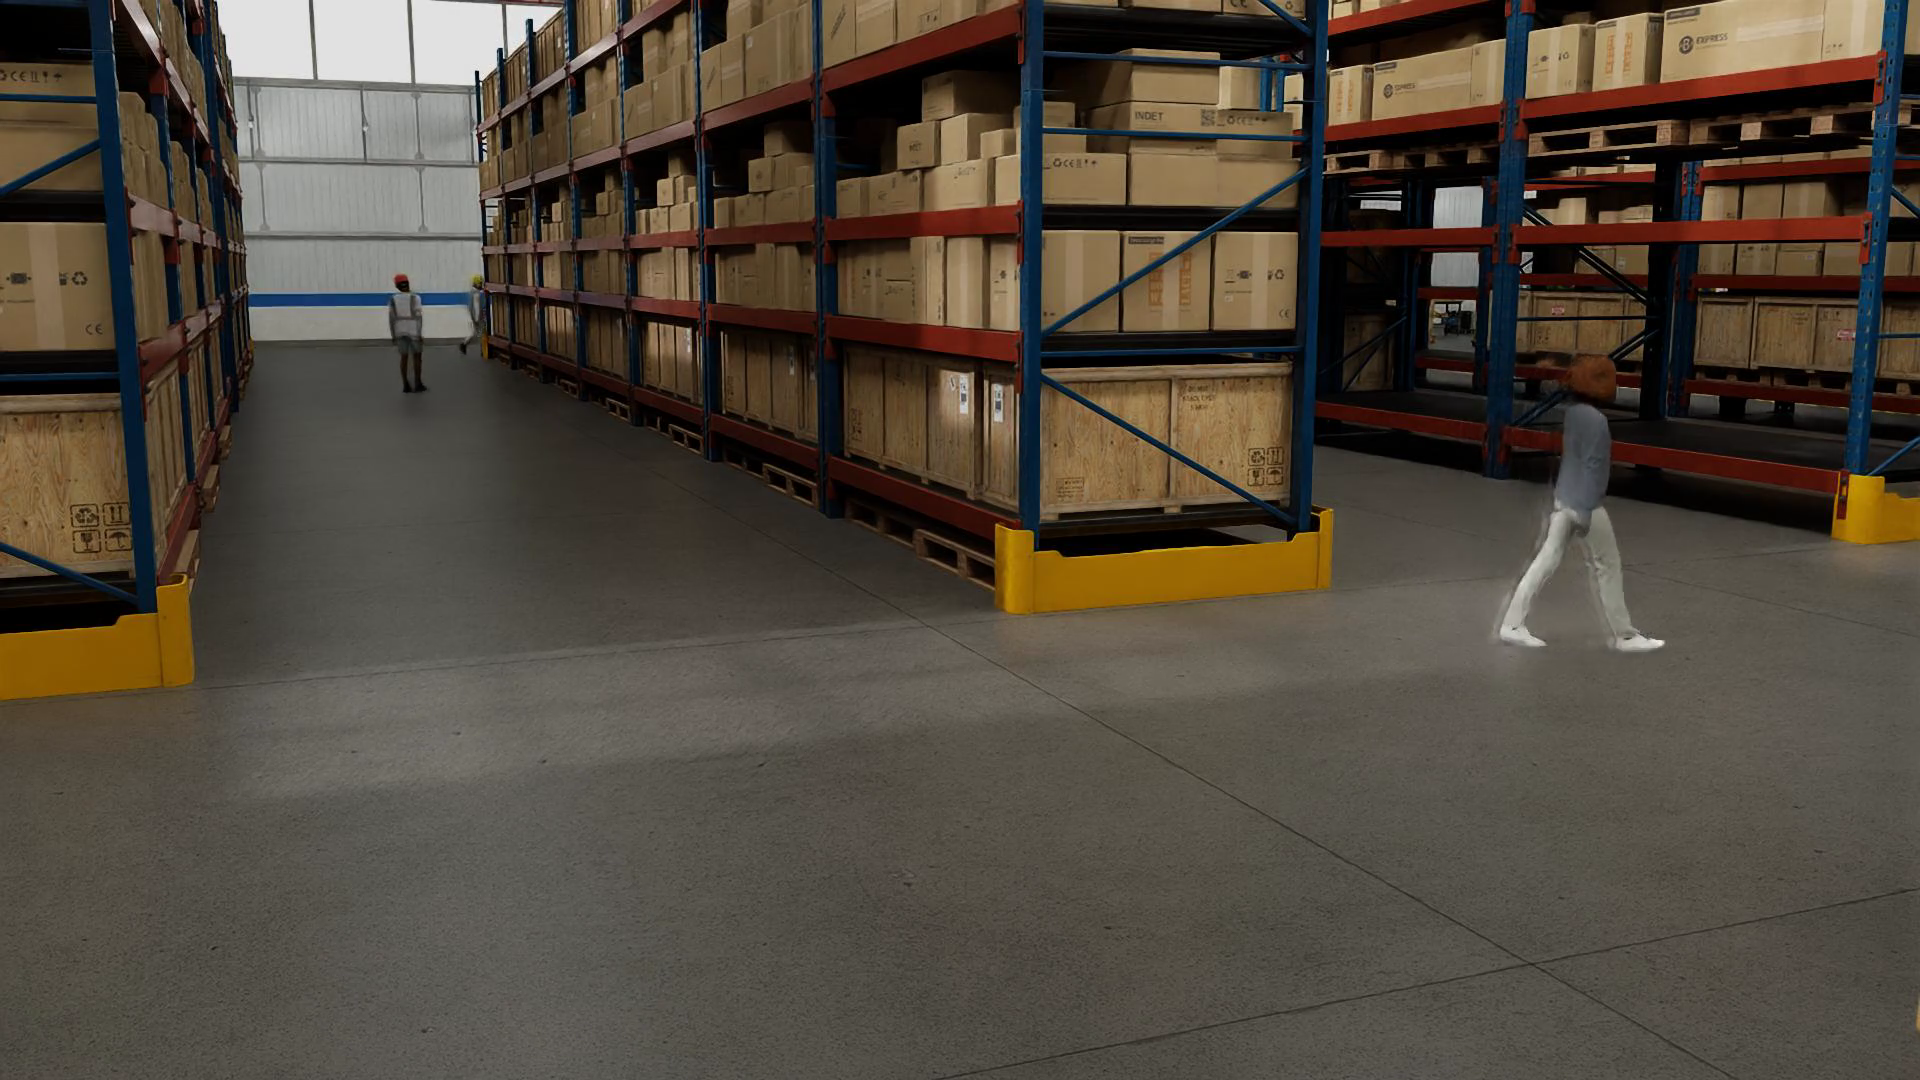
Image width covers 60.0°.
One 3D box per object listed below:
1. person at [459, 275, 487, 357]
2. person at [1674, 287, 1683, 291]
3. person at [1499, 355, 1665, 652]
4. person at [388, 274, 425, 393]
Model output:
[{"bbox_3d":[-10.650,-4.926,36.571,0.679,1.811,0.601,-5,11,-28],"label":"person"},{"bbox_3d":[11.508,-3.296,26.975,0.542,1.751,0.482,-4,10,-20],"label":"person"},{"bbox_3d":[3.311,-0.189,8.850,0.850,1.587,0.514,0,9,2],"label":"person"},{"bbox_3d":[-8.872,-3.308,26.623,0.560,1.890,0.582,0,9,-1],"label":"person"}]
